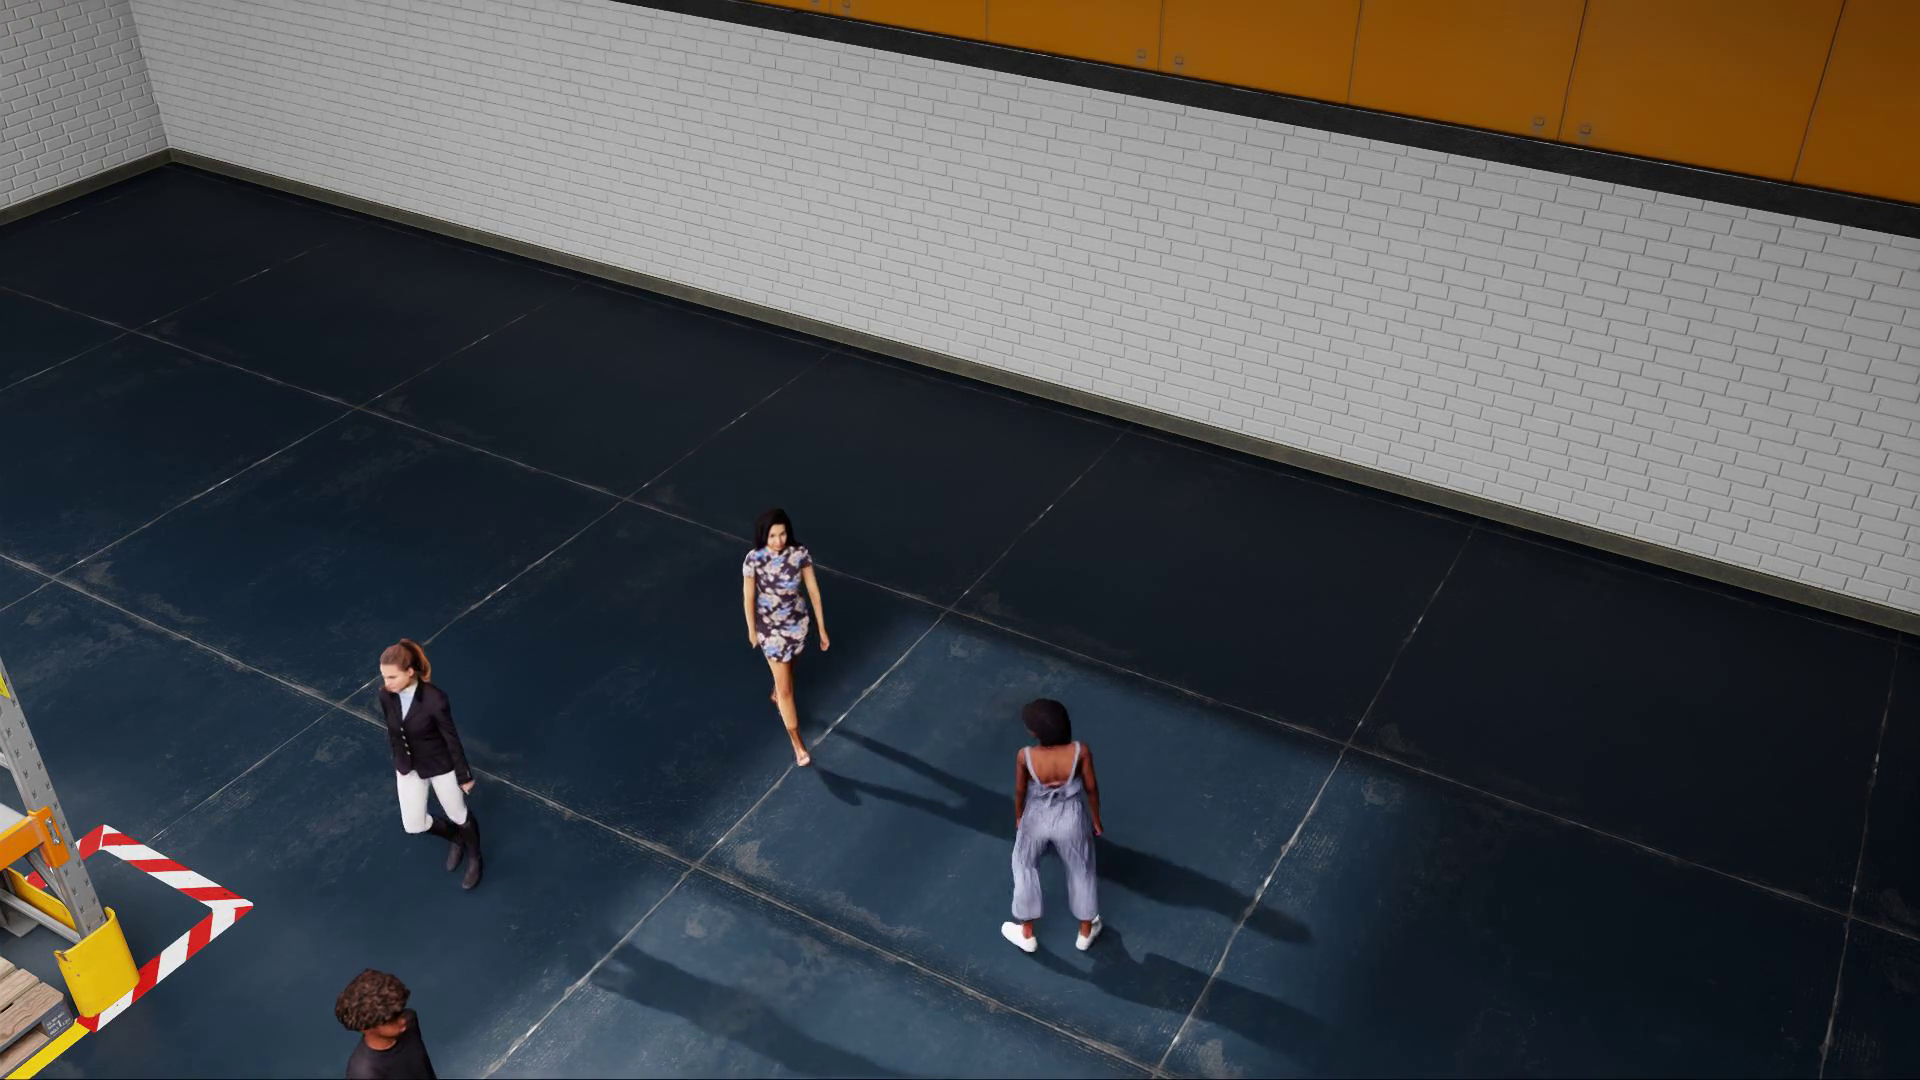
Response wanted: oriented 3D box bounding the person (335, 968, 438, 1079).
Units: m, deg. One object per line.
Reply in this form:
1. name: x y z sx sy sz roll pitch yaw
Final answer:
1. person: -2.453 2.562 7.348 0.760 1.781 0.616 4 34 7

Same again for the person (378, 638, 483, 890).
1. person: -2.966 1.243 9.390 0.742 1.718 0.739 5 34 8

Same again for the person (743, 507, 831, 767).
1. person: -1.134 0.510 10.518 1.110 1.690 1.074 -15 36 -21

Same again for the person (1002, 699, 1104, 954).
1. person: 0.492 1.553 8.963 0.826 1.674 0.801 10 35 15
